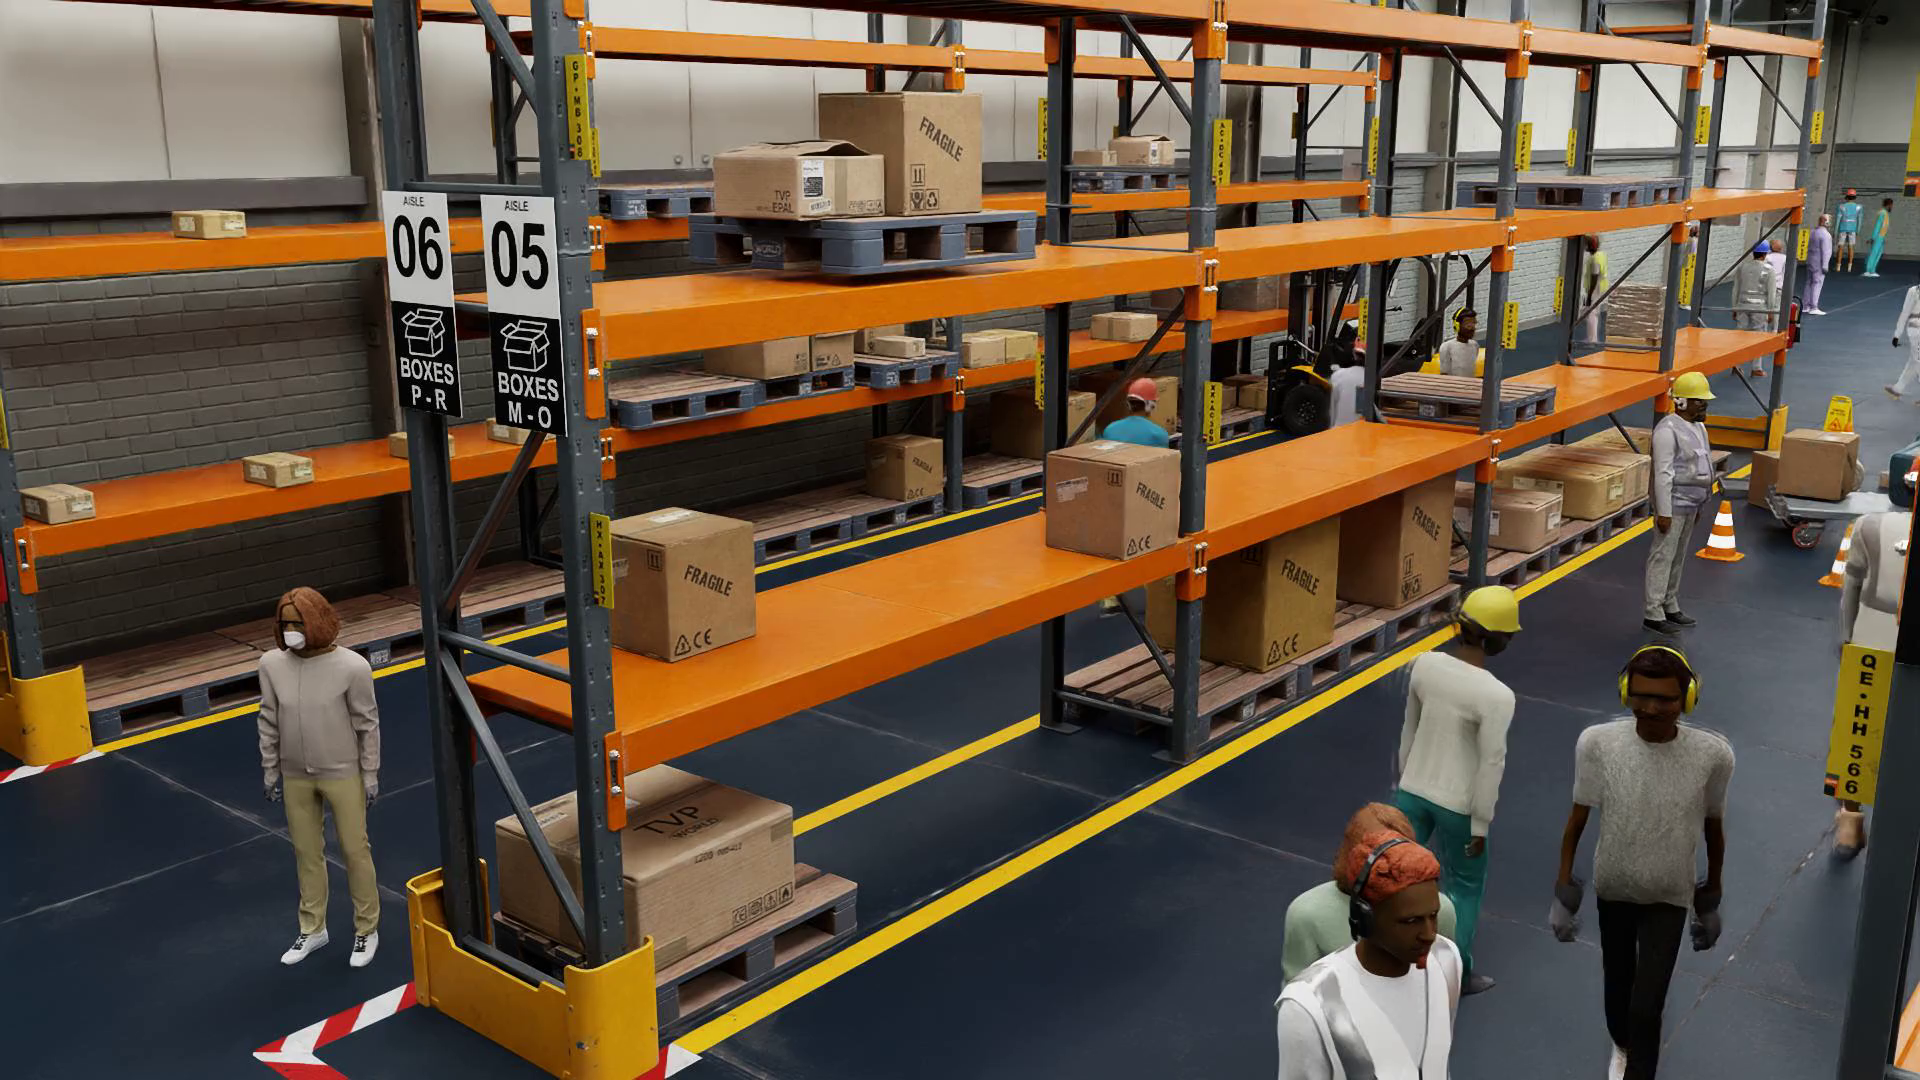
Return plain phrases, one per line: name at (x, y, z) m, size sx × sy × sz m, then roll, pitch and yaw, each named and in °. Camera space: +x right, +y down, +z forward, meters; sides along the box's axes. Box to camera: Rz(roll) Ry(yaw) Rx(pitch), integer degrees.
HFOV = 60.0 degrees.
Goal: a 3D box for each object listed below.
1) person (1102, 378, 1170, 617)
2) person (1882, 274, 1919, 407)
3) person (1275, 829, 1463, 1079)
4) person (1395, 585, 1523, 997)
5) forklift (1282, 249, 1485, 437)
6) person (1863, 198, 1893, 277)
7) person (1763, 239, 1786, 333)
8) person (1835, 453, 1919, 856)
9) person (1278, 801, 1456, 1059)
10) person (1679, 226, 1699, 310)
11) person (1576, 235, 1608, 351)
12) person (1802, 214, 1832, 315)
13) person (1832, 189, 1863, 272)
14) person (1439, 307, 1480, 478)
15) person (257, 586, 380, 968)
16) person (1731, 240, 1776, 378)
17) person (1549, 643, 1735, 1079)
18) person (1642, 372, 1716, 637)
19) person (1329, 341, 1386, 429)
person at (1.320, -0.328, 12.093) m, size 0.585 × 1.696 × 0.891 m, roll 10°, pitch 17°, yaw 35°
person at (12.228, -2.642, 21.255) m, size 0.602 × 1.826 × 0.968 m, roll -3°, pitch 14°, yaw -12°
person at (0.969, 1.578, 3.967) m, size 0.585 × 1.882 × 0.340 m, roll -10°, pitch 17°, yaw -36°
person at (1.868, 1.028, 6.559) m, size 0.685 × 1.721 × 0.538 m, roll -9°, pitch 16°, yaw -32°
forklift at (4.886, -2.214, 18.767) m, size 2.313 × 2.155 × 1.214 m, roll 11°, pitch 18°, yaw 38°
person at (22.054, -7.260, 39.981) m, size 0.423 × 1.873 × 0.748 m, roll 10°, pitch 17°, yaw 36°
person at (13.945, -4.343, 28.587) m, size 0.522 × 1.636 × 0.310 m, roll -3°, pitch 14°, yaw -13°
person at (4.613, 0.513, 8.136) m, size 0.611 × 1.979 × 1.104 m, roll 11°, pitch 17°, yaw 37°
person at (1.155, 1.508, 4.794) m, size 0.501 × 1.624 × 0.293 m, roll -1°, pitch 14°, yaw -2°
person at (14.347, -5.341, 32.645) m, size 0.310 × 1.638 × 0.523 m, roll 4°, pitch 14°, yaw 16°
person at (10.151, -3.958, 26.654) m, size 0.432 × 1.816 × 0.651 m, roll 5°, pitch 15°, yaw 21°
person at (16.436, -5.271, 31.838) m, size 0.400 × 1.899 × 0.651 m, roll 0°, pitch 14°, yaw 1°
person at (22.136, -7.726, 41.521) m, size 0.605 × 2.045 × 0.377 m, roll 3°, pitch 14°, yaw 12°
person at (4.615, -1.226, 15.413) m, size 0.514 × 1.872 × 0.332 m, roll -9°, pitch 17°, yaw -33°
person at (-2.651, 0.984, 6.903) m, size 0.508 × 1.632 × 0.271 m, roll 2°, pitch 14°, yaw 6°
person at (11.254, -3.277, 23.602) m, size 0.399 × 1.949 × 0.605 m, roll -10°, pitch 17°, yaw -36°
person at (2.328, 1.193, 5.699) m, size 0.539 × 1.818 × 0.948 m, roll 7°, pitch 15°, yaw 27°
person at (4.992, -0.256, 11.539) m, size 0.404 × 1.833 × 0.589 m, roll 12°, pitch 18°, yaw 41°
person at (3.443, -0.933, 14.512) m, size 0.566 × 1.729 × 0.715 m, roll 10°, pitch 17°, yaw 36°
